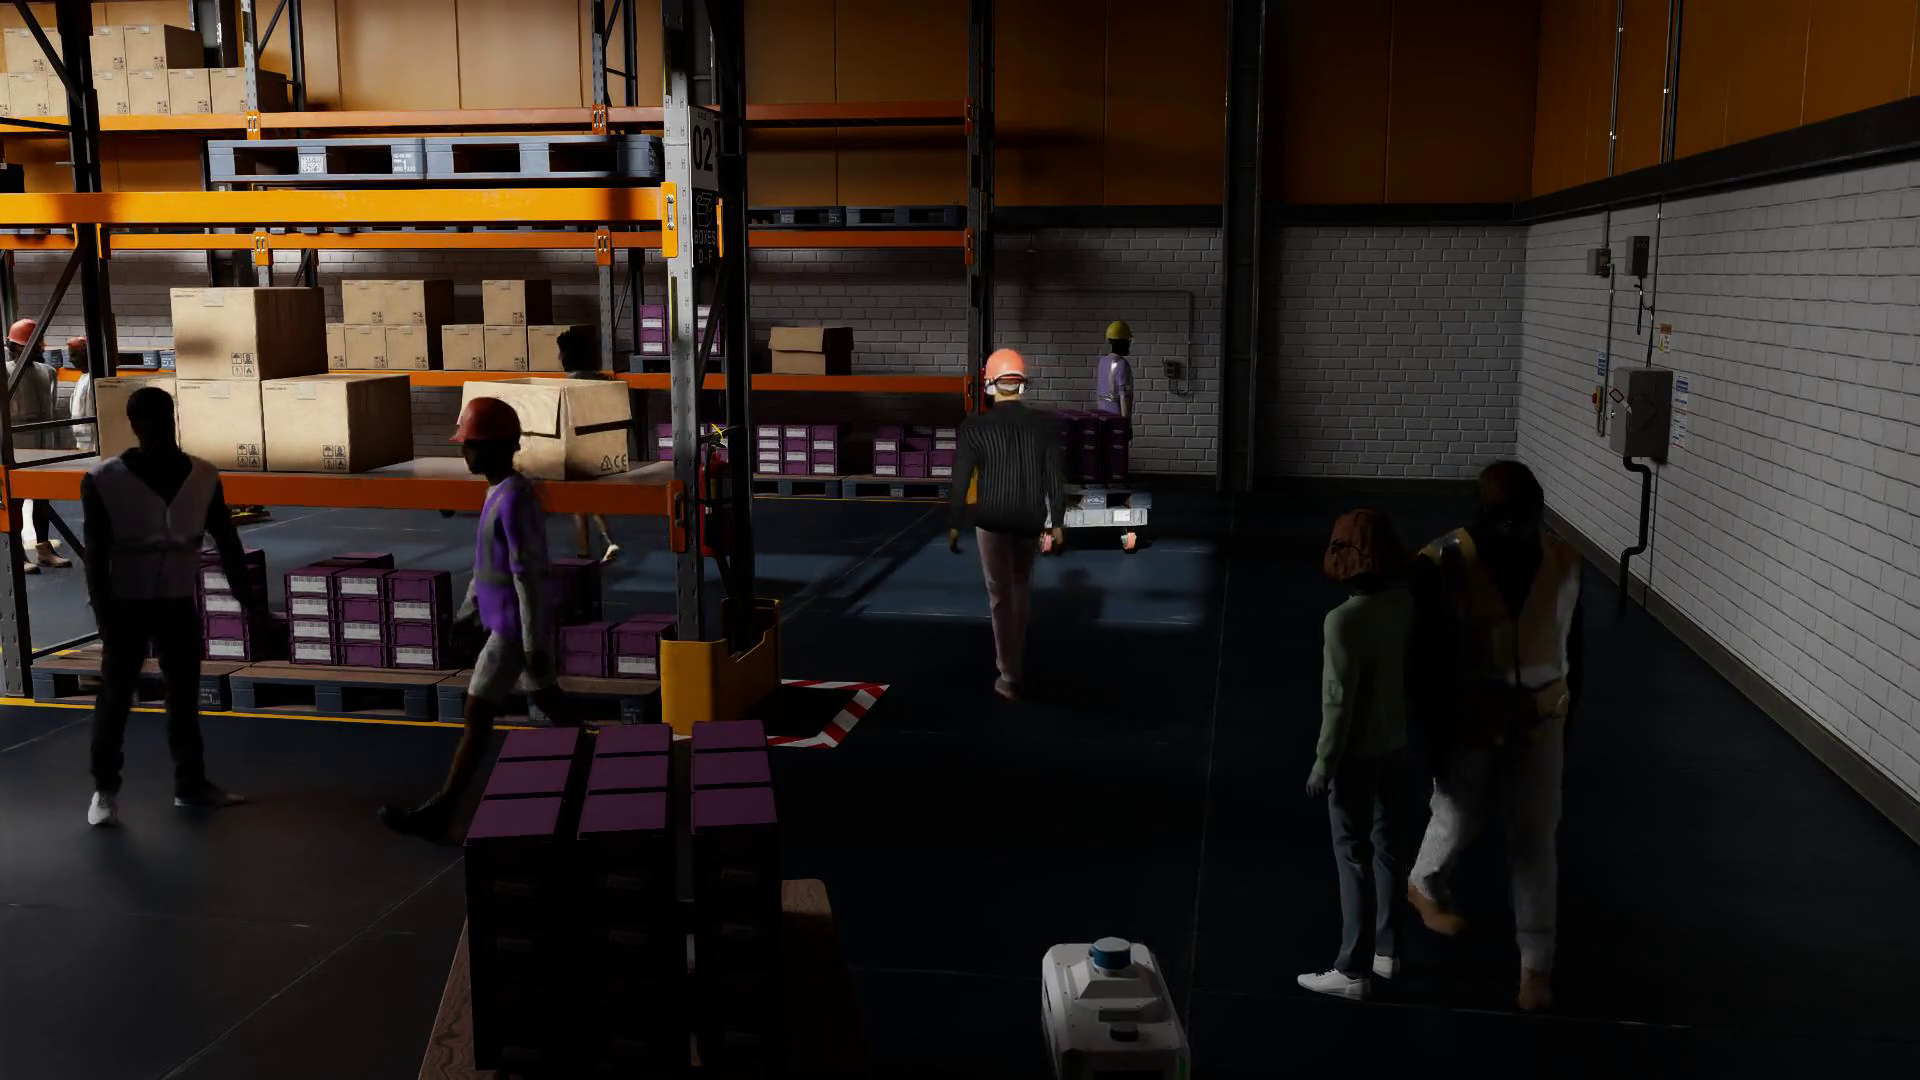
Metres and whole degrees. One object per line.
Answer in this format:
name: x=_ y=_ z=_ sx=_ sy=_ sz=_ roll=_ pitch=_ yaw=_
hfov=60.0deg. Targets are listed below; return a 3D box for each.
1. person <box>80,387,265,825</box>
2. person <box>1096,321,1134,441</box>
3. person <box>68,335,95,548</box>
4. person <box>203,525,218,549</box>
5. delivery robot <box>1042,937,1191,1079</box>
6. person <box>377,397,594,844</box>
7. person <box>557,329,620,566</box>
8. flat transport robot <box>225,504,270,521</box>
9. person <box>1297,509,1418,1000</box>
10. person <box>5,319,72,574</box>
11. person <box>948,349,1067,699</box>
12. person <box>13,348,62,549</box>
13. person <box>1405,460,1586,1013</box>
person: x=-3.524 y=0.276 z=7.376 sx=0.442 sy=1.918 sz=0.793 roll=7 pitch=11 yaw=37
person: x=1.551 y=-1.193 z=16.429 sx=0.356 sy=1.930 sz=0.592 roll=-4 pitch=10 yaw=-21
person: x=-7.340 y=-0.795 z=14.095 sx=0.356 sy=1.887 sz=0.573 roll=-7 pitch=12 yaw=-37
person: x=-5.644 y=-0.364 z=12.255 sx=0.668 sy=1.616 sz=0.523 roll=5 pitch=10 yaw=29
delivery robot: x=0.421 y=1.349 z=4.620 sx=0.477 sy=0.478 sz=0.707 roll=0 pitch=9 yaw=-2
person: x=-1.965 y=0.339 z=7.048 sx=1.009 sy=1.881 sz=0.566 roll=-2 pitch=9 yaw=-15
person: x=-3.018 y=-0.692 z=13.215 sx=0.419 sy=1.954 sz=0.620 roll=7 pitch=11 yaw=36
flat transport robot: x=-7.453 y=-0.326 z=16.178 sx=1.431 sy=0.197 sz=0.652 roll=6 pitch=11 yaw=32
person: x=1.332 y=0.709 z=5.542 sx=0.279 sy=1.634 sz=0.498 roll=9 pitch=13 yaw=43
person: x=-7.455 y=-0.751 z=13.372 sx=0.403 sy=2.033 sz=0.606 roll=4 pitch=10 yaw=21
person: x=0.229 y=-0.114 z=9.604 sx=0.654 sy=1.964 sz=0.834 roll=-3 pitch=10 yaw=-17
person: x=-8.131 y=-0.834 z=14.547 sx=0.642 sy=1.832 sz=0.431 roll=8 pitch=12 yaw=40
person: x=1.819 y=0.598 z=5.707 sx=0.631 sy=1.805 sz=0.837 roll=0 pitch=9 yaw=2
